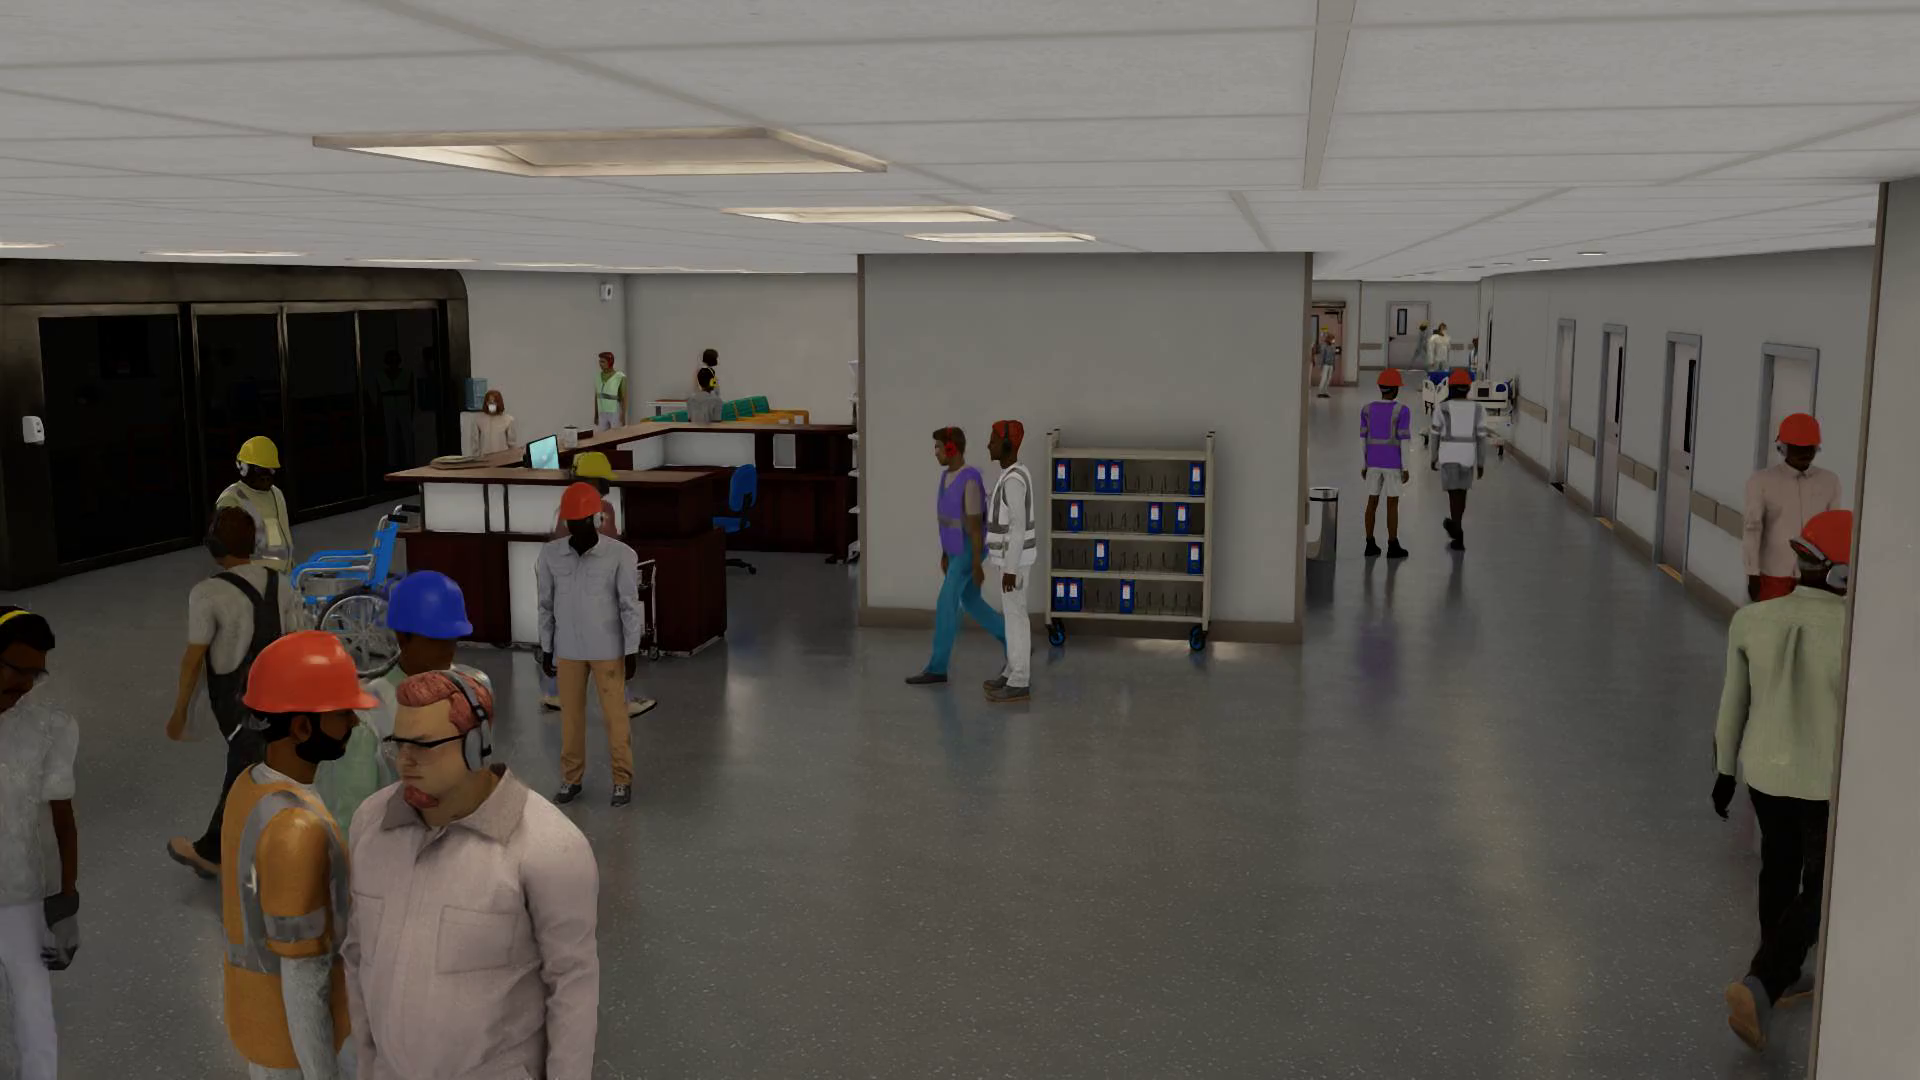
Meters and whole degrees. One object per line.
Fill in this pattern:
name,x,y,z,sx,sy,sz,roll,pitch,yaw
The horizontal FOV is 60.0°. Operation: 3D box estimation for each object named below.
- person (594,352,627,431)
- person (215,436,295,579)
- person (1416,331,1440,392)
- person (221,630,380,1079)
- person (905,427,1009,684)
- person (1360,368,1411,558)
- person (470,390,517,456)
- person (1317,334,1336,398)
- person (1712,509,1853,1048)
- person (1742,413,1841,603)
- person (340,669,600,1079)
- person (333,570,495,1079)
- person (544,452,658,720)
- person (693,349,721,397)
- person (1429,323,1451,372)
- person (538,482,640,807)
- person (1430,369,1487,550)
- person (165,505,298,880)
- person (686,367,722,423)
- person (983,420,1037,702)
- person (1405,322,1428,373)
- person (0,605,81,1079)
person,-5.093,-1.827,24.276,0.563,1.839,0.392,4,10,27
person,-4.424,0.252,10.529,0.404,1.824,0.591,1,9,8
person,12.700,-4.758,44.345,0.886,1.649,0.543,5,10,29
person,-1.586,1.173,4.076,0.387,1.928,0.546,-5,10,-29
person,0.071,0.094,11.646,0.920,1.796,0.595,-3,9,-18
person,4.360,-0.785,17.027,0.546,1.939,0.375,8,12,43
person,-5.292,-0.912,18.918,0.519,1.615,0.576,-1,9,-7
person,9.309,-4.410,42.170,0.542,1.612,0.325,-7,11,-40
person,3.037,0.865,6.043,0.853,1.960,0.645,-6,11,-37
person,5.201,0.191,10.402,0.639,1.976,0.432,0,9,0
person,-1.135,1.227,3.779,0.642,1.909,0.399,3,9,20
person,-1.615,1.031,5.122,1.022,1.887,0.653,6,10,33
person,-2.316,0.296,10.585,0.944,1.712,0.545,3,9,19
person,-4.005,-2.134,26.430,0.575,1.805,0.643,-2,9,-12
person,11.929,-4.390,41.060,0.655,1.901,0.933,-3,9,-19
person,-1.968,0.554,8.794,0.563,1.742,0.360,1,9,8
person,5.307,-0.880,17.822,0.546,1.880,1.014,0,9,2
person,-3.235,0.737,7.458,1.008,1.782,0.510,3,9,20
person,-2.911,-1.049,19.062,0.505,1.861,0.330,5,10,28
person,0.330,0.139,11.079,0.361,1.883,0.574,0,9,2
person,15.054,-6.298,54.435,0.926,1.689,0.479,2,9,14
person,-2.958,1.101,4.903,0.695,1.832,0.347,-3,9,-21
